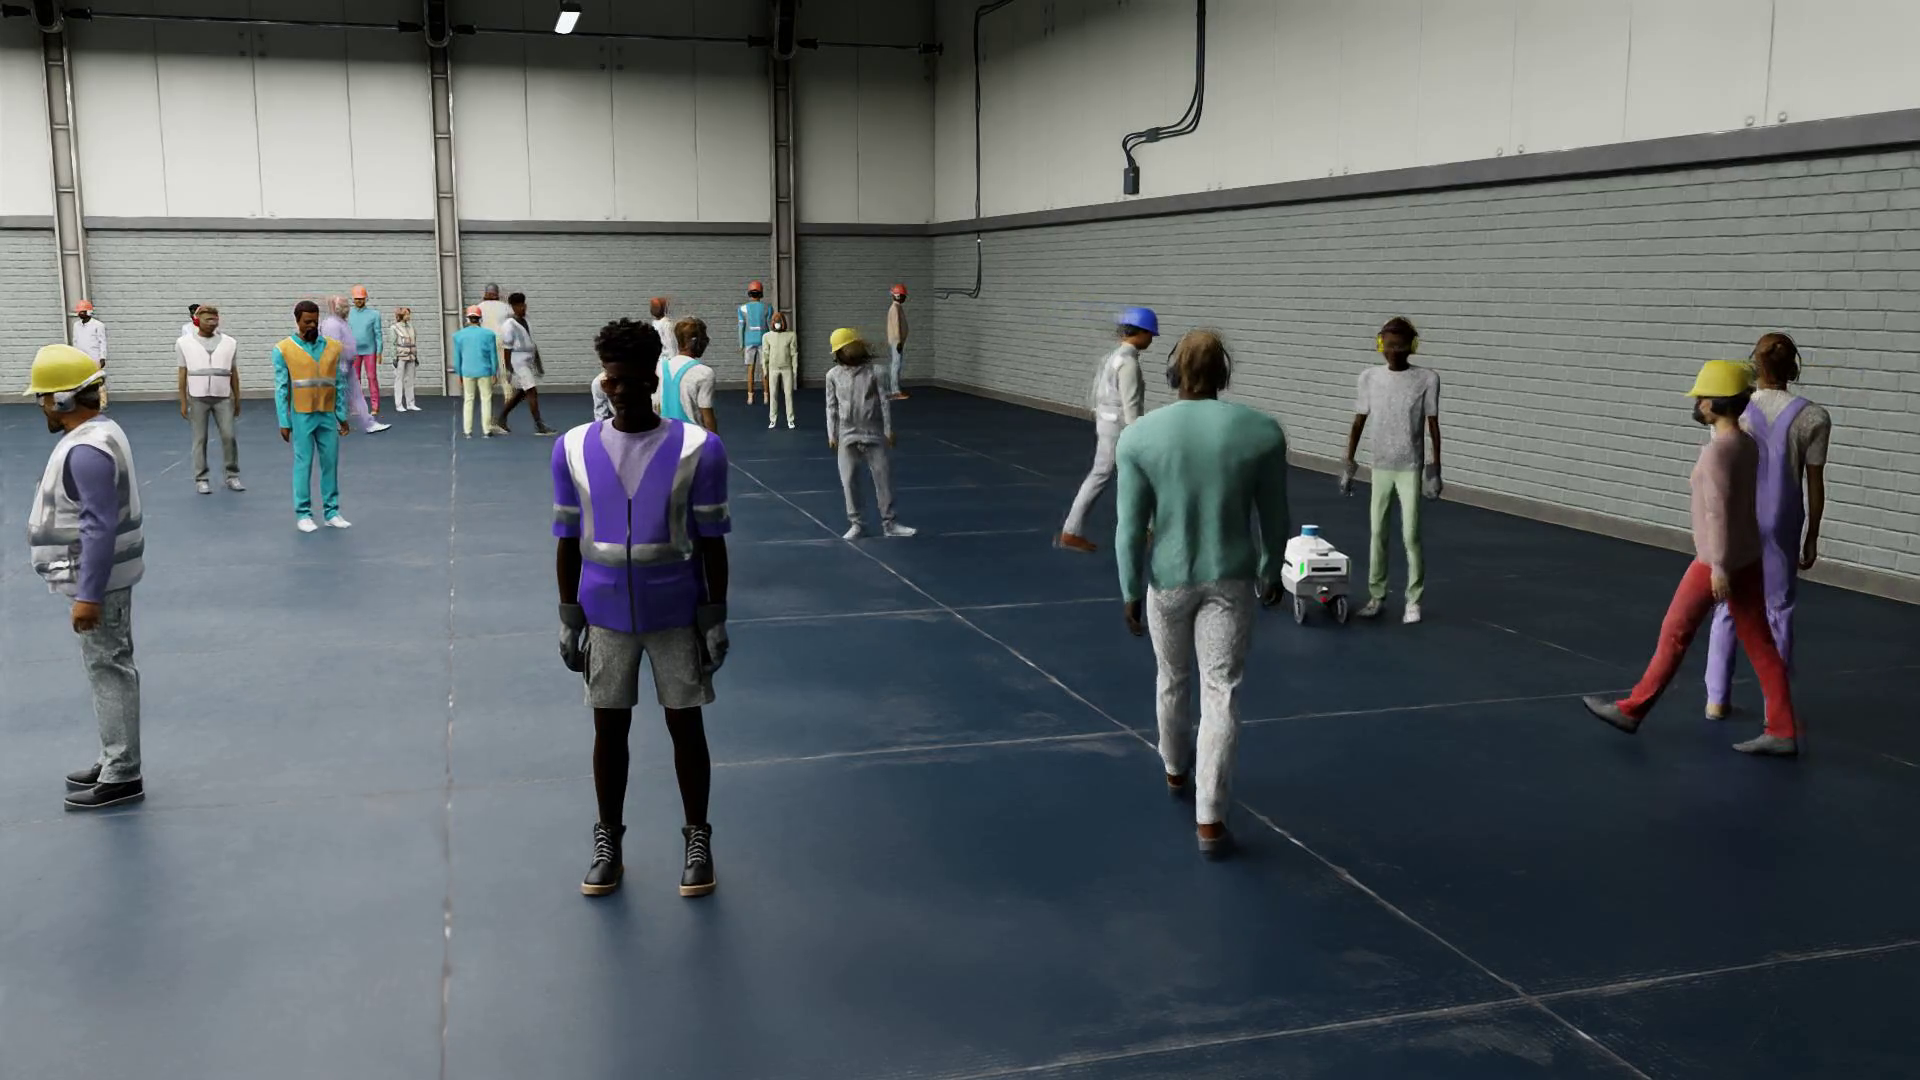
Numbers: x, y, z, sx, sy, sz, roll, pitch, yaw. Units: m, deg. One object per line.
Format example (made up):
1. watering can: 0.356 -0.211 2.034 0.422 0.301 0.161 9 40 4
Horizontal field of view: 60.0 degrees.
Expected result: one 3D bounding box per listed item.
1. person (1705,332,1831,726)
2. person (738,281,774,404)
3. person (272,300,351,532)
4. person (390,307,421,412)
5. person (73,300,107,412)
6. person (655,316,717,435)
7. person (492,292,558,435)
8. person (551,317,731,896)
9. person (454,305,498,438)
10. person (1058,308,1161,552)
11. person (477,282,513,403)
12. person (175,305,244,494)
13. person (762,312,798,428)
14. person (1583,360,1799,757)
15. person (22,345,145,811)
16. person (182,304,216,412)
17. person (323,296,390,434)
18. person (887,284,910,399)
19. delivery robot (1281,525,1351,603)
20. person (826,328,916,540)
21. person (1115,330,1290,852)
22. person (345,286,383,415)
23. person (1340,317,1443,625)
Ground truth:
1. person: 3.740 -0.044 7.758 0.501 1.839 0.341 4 10 23
2. person: -3.379 -3.274 27.684 0.605 2.045 0.378 0 9 -2
3. person: -5.375 -1.025 13.781 0.405 1.908 0.601 7 11 37
4. person: -8.746 -2.841 26.208 0.306 1.640 0.523 5 10 27
5. person: -13.661 -2.877 26.073 0.572 1.749 0.342 2 9 15
6. person: -1.827 -0.578 11.164 0.522 1.833 0.339 6 11 34
7. person: -5.864 -2.345 22.180 0.941 1.911 0.623 2 9 10
8. person: -1.067 0.237 5.584 0.602 1.957 0.385 0 9 2
9. person: -6.343 -2.208 21.853 0.561 1.741 0.360 0 9 0
10. person: 1.231 -0.819 12.613 1.044 1.876 0.650 1 9 4
11. person: -7.789 -3.300 27.861 0.680 2.000 0.537 -1 9 -6
12. person: -7.289 -1.360 16.145 0.570 1.834 0.399 -6 11 -35
13. person: -2.505 -2.361 23.201 0.498 1.627 0.280 0 9 -2
14. person: 3.288 0.075 7.317 0.920 1.714 0.547 8 12 43
15. person: -3.436 0.146 6.565 0.404 1.824 0.586 -4 10 -23
16. person: -11.891 -2.842 26.022 0.540 1.697 0.317 -1 9 -4
17. person: -8.223 -2.318 22.197 1.013 1.851 0.669 0 9 -3
18. person: -1.076 -3.460 29.023 0.376 1.996 0.612 0 9 -3
19. delivery robot: 2.155 0.151 10.269 0.477 0.478 0.707 -1 9 -5
20. person: -0.708 -0.836 13.248 0.716 1.694 0.348 -1 9 -5
21. person: 0.915 0.156 6.315 0.650 1.884 1.043 1 9 9
22. person: -9.127 -2.881 25.392 0.605 1.986 0.413 -1 9 -6
23. person: 2.619 -0.418 10.100 0.602 1.855 0.365 6 10 32
